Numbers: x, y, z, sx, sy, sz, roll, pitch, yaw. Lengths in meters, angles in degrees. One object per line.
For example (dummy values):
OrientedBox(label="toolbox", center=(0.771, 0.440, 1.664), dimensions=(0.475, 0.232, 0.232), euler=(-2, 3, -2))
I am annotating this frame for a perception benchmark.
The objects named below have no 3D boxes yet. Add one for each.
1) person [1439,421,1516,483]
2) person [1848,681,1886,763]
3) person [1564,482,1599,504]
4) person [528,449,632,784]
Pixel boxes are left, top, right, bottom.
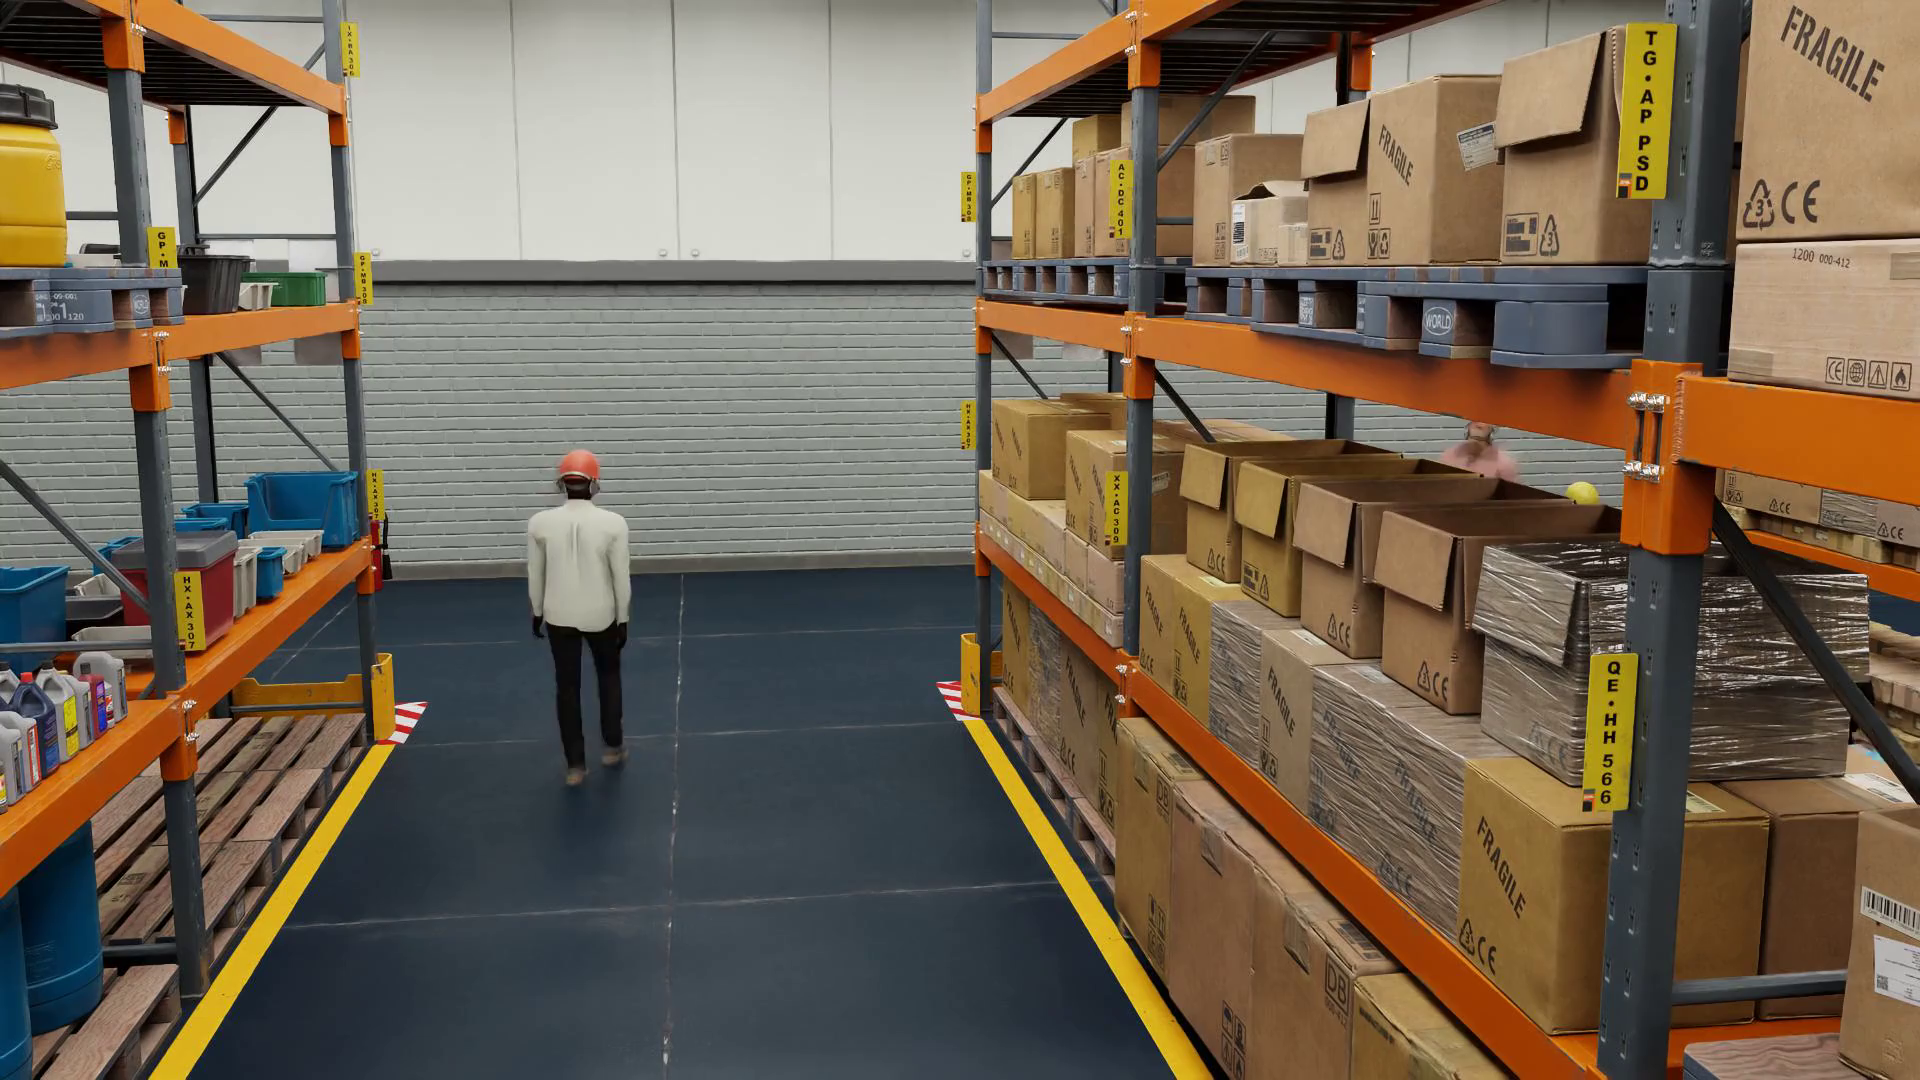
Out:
OrientedBox(label="person", center=(4.226, -0.118, 13.799), dimensions=(0.994, 1.860, 0.698), euler=(-9, 13, -43))
OrientedBox(label="person", center=(3.065, 1.266, 5.812), dimensions=(0.538, 1.676, 0.726), euler=(-1, 9, -4))
OrientedBox(label="person", center=(3.799, 0.506, 10.281), dimensions=(0.493, 1.746, 0.282), euler=(0, 9, -2))
OrientedBox(label="person", center=(-2.282, 0.433, 10.045), dimensions=(0.629, 1.965, 0.798), euler=(-1, 9, -6))
